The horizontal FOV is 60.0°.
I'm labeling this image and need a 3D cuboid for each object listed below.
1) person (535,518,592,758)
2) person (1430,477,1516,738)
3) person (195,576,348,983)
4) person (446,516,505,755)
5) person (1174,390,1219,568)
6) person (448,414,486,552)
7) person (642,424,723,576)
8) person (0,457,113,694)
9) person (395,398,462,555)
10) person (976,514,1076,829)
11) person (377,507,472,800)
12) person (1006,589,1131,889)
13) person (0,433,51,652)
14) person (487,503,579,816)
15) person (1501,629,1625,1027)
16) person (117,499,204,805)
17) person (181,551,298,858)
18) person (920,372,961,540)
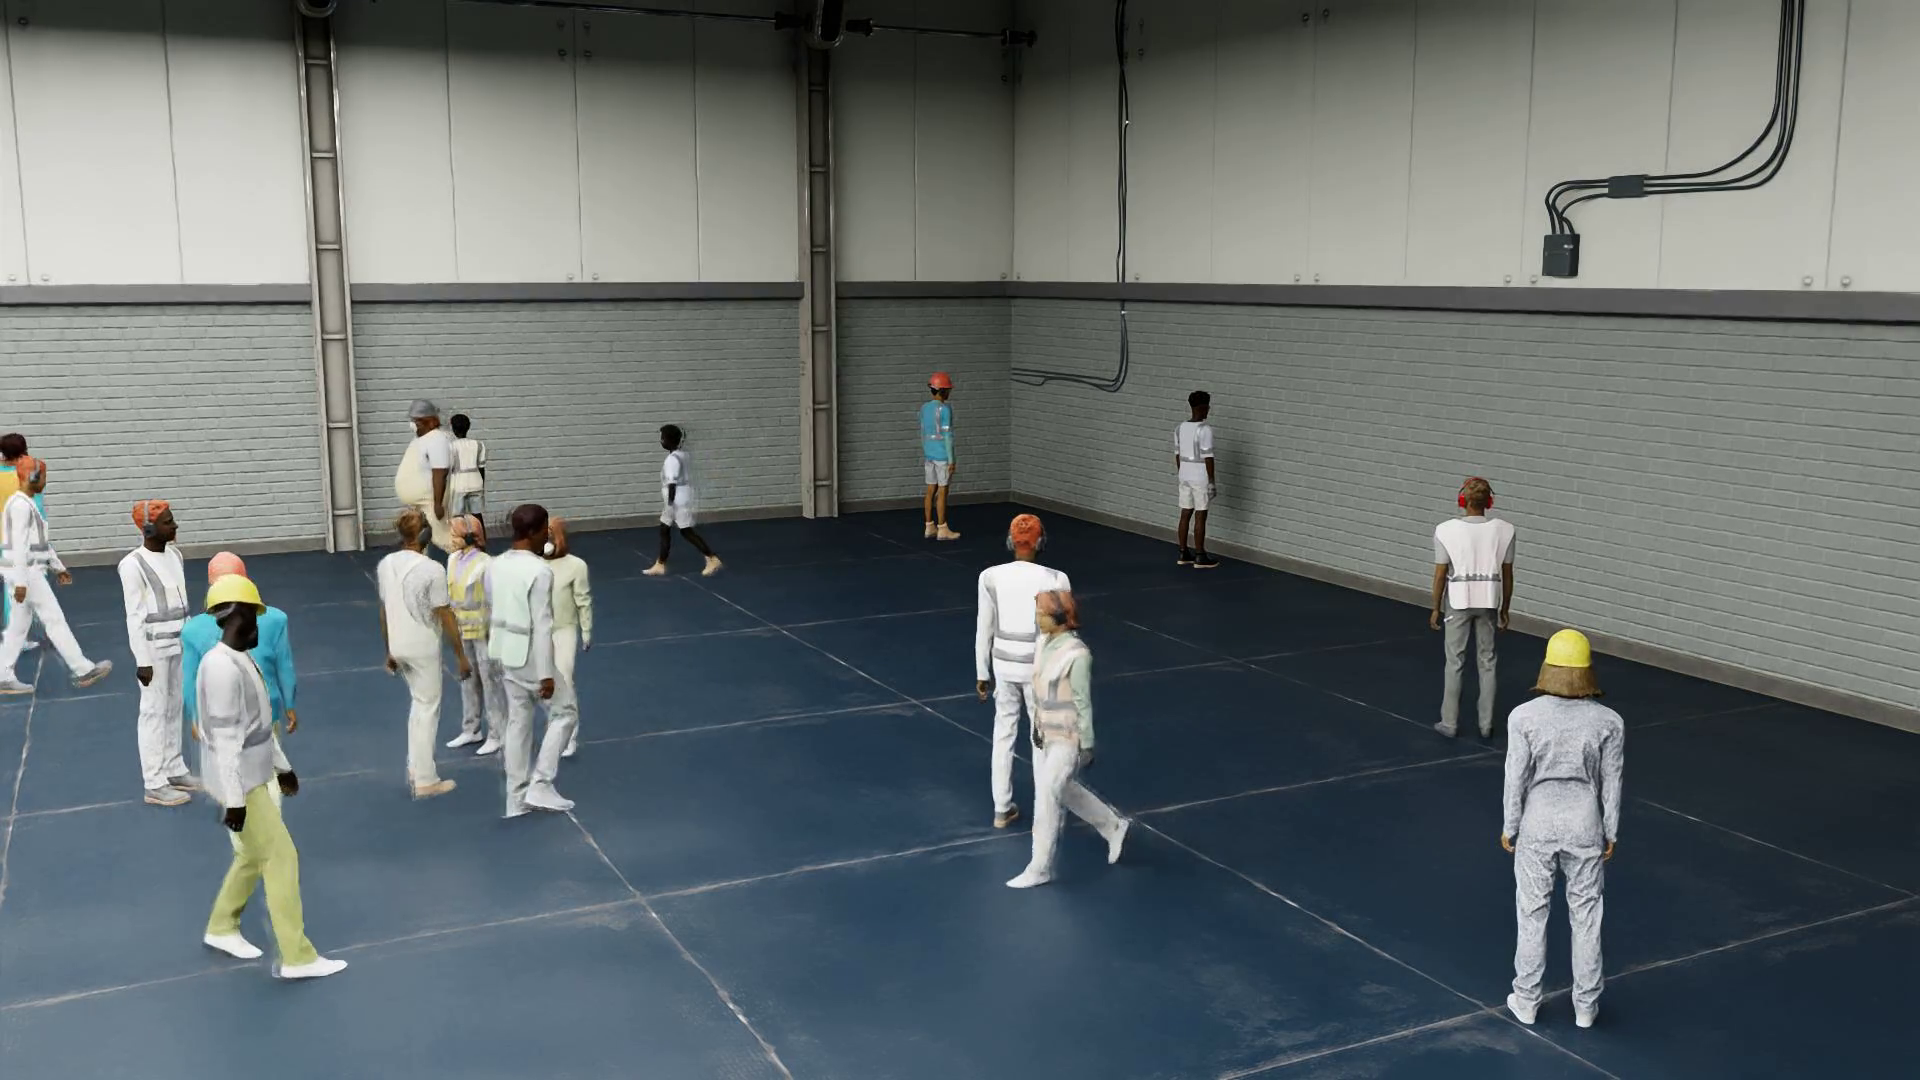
[{"bbox_3d":[-2.789,0.666,11.232,0.520,1.611,0.661,1,9,6],"label":"person"},{"bbox_3d":[3.588,0.483,11.662,0.578,1.844,0.379,0,9,0],"label":"person"},{"bbox_3d":[-3.291,1.107,7.781,0.649,1.863,0.631,-3,10,-17],"label":"person"},{"bbox_3d":[-3.304,0.641,11.320,0.516,1.636,0.314,7,12,38],"label":"person"},{"bbox_3d":[2.626,-0.677,18.429,0.367,1.966,0.605,-6,11,-31],"label":"person"},{"bbox_3d":[-5.518,-0.559,18.528,0.319,1.697,0.533,9,13,43],"label":"person"},{"bbox_3d":[-2.970,-0.421,17.816,0.845,1.660,0.530,-1,9,-3],"label":"person"},{"bbox_3d":[-7.186,0.272,12.984,0.864,1.832,0.604,-6,11,-35],"label":"person"},{"bbox_3d":[-5.343,-0.472,16.937,0.889,2.000,0.687,-6,11,-35],"label":"person"},{"bbox_3d":[0.383,0.778,9.735,0.589,1.880,0.359,4,10,24],"label":"person"},{"bbox_3d":[-3.309,0.704,10.343,0.571,1.831,0.454,5,11,30],"label":"person"},{"bbox_3d":[0.600,1.040,8.928,0.735,1.609,0.521,-4,10,-21],"label":"person"},{"bbox_3d":[-8.075,0.040,14.220,0.602,1.907,0.459,2,9,10],"label":"person"},{"bbox_3d":[-2.555,0.721,10.004,0.530,1.901,0.610,-9,13,-44],"label":"person"},{"bbox_3d":[2.613,1.249,7.253,0.492,1.740,0.325,2,9,11],"label":"person"},{"bbox_3d":[-4.931,0.684,10.293,0.351,1.884,0.581,0,9,1],"label":"person"},{"bbox_3d":[-4.003,0.925,9.257,0.583,1.732,0.397,-5,10,-27],"label":"person"},{"bbox_3d":[-0.241,-1.021,20.311,0.372,2.044,0.607,-6,11,-34],"label":"person"}]
